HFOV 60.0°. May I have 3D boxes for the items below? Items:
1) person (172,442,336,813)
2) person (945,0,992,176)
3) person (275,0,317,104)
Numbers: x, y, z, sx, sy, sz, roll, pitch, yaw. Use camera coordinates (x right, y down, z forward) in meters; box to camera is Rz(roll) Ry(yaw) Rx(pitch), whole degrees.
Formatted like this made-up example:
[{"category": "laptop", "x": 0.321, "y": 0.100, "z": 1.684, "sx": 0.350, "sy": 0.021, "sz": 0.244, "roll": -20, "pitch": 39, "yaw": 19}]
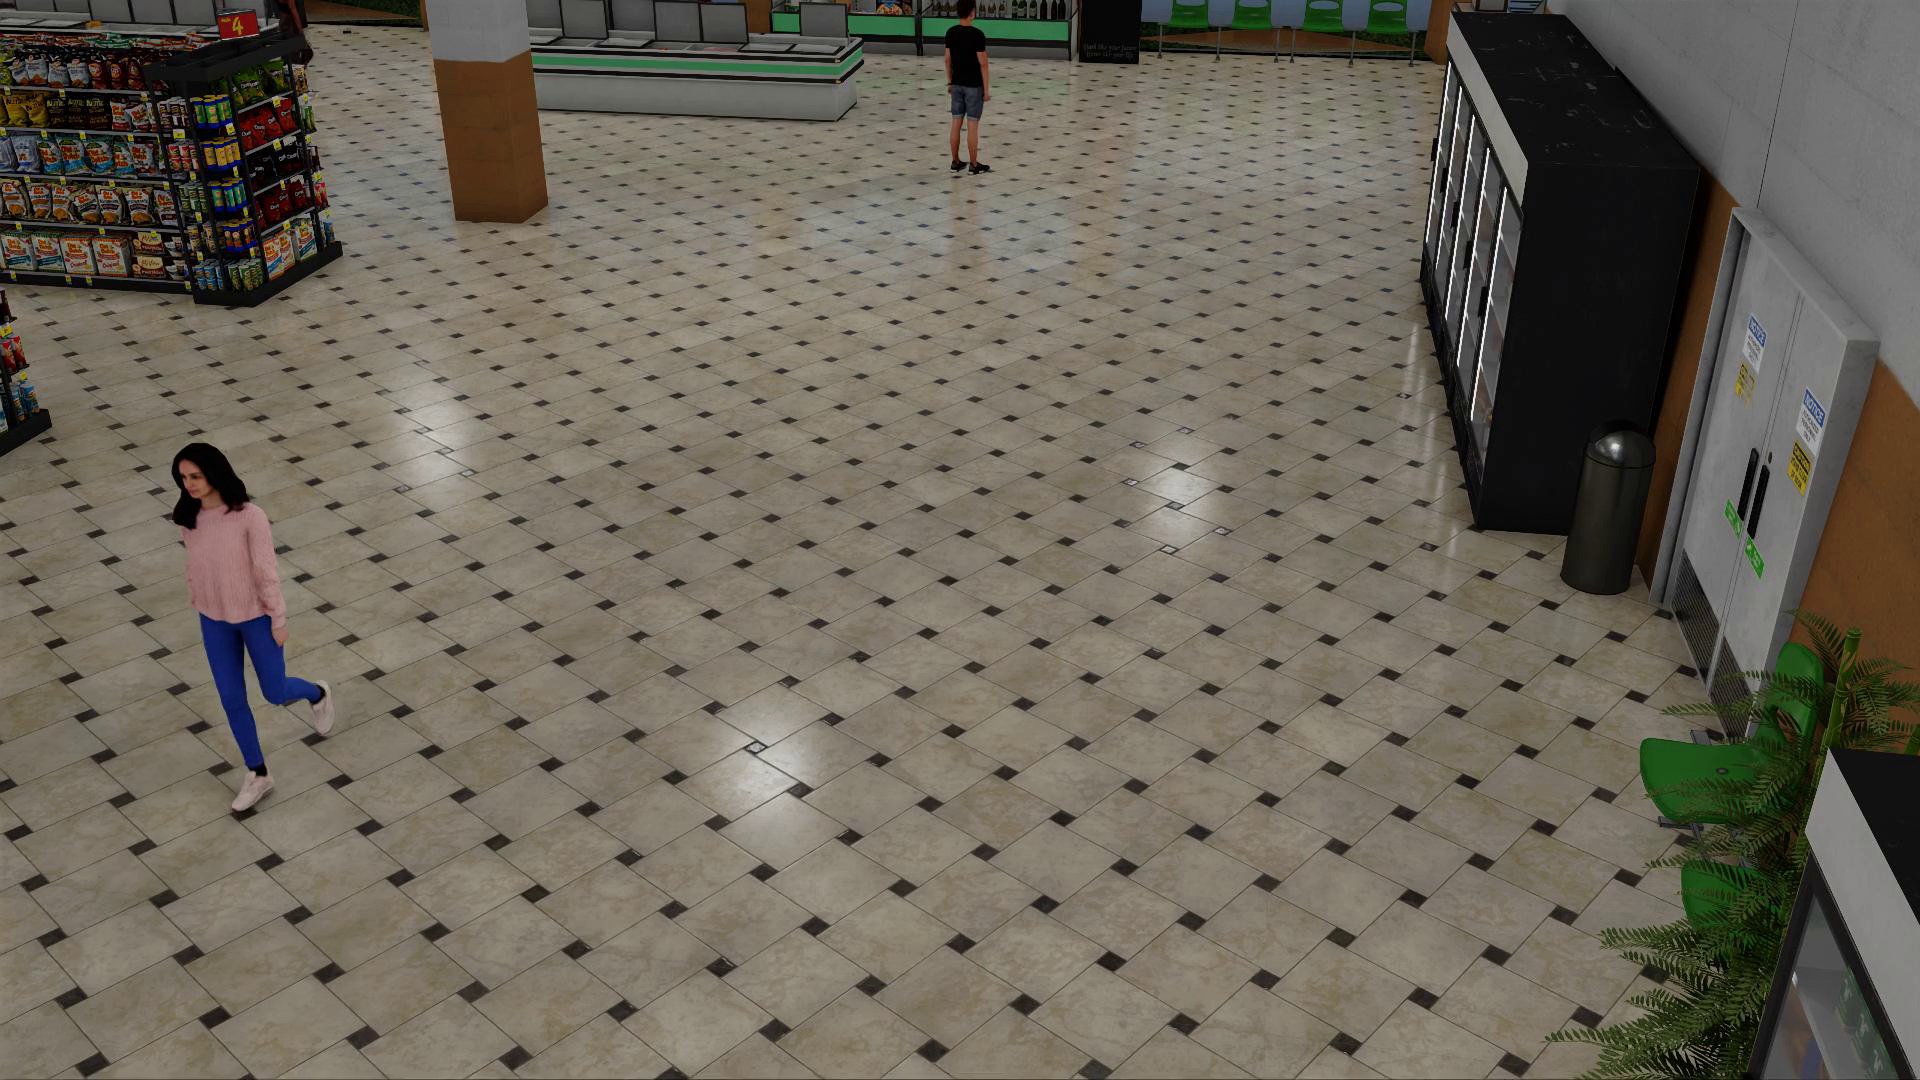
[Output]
[{"category": "person", "x": -3.231, "y": 0.347, "z": 7.622, "sx": 0.919, "sy": 1.747, "sz": 0.712, "roll": 6, "pitch": 27, "yaw": 11}, {"category": "person", "x": 0.064, "y": -4.854, "z": 17.767, "sx": 0.629, "sy": 1.847, "sz": 0.798, "roll": 15, "pitch": 31, "yaw": 28}, {"category": "person", "x": -8.466, "y": -6.321, "z": 20.837, "sx": 0.803, "sy": 1.687, "sz": 0.742, "roll": -18, "pitch": 32, "yaw": -32}]
